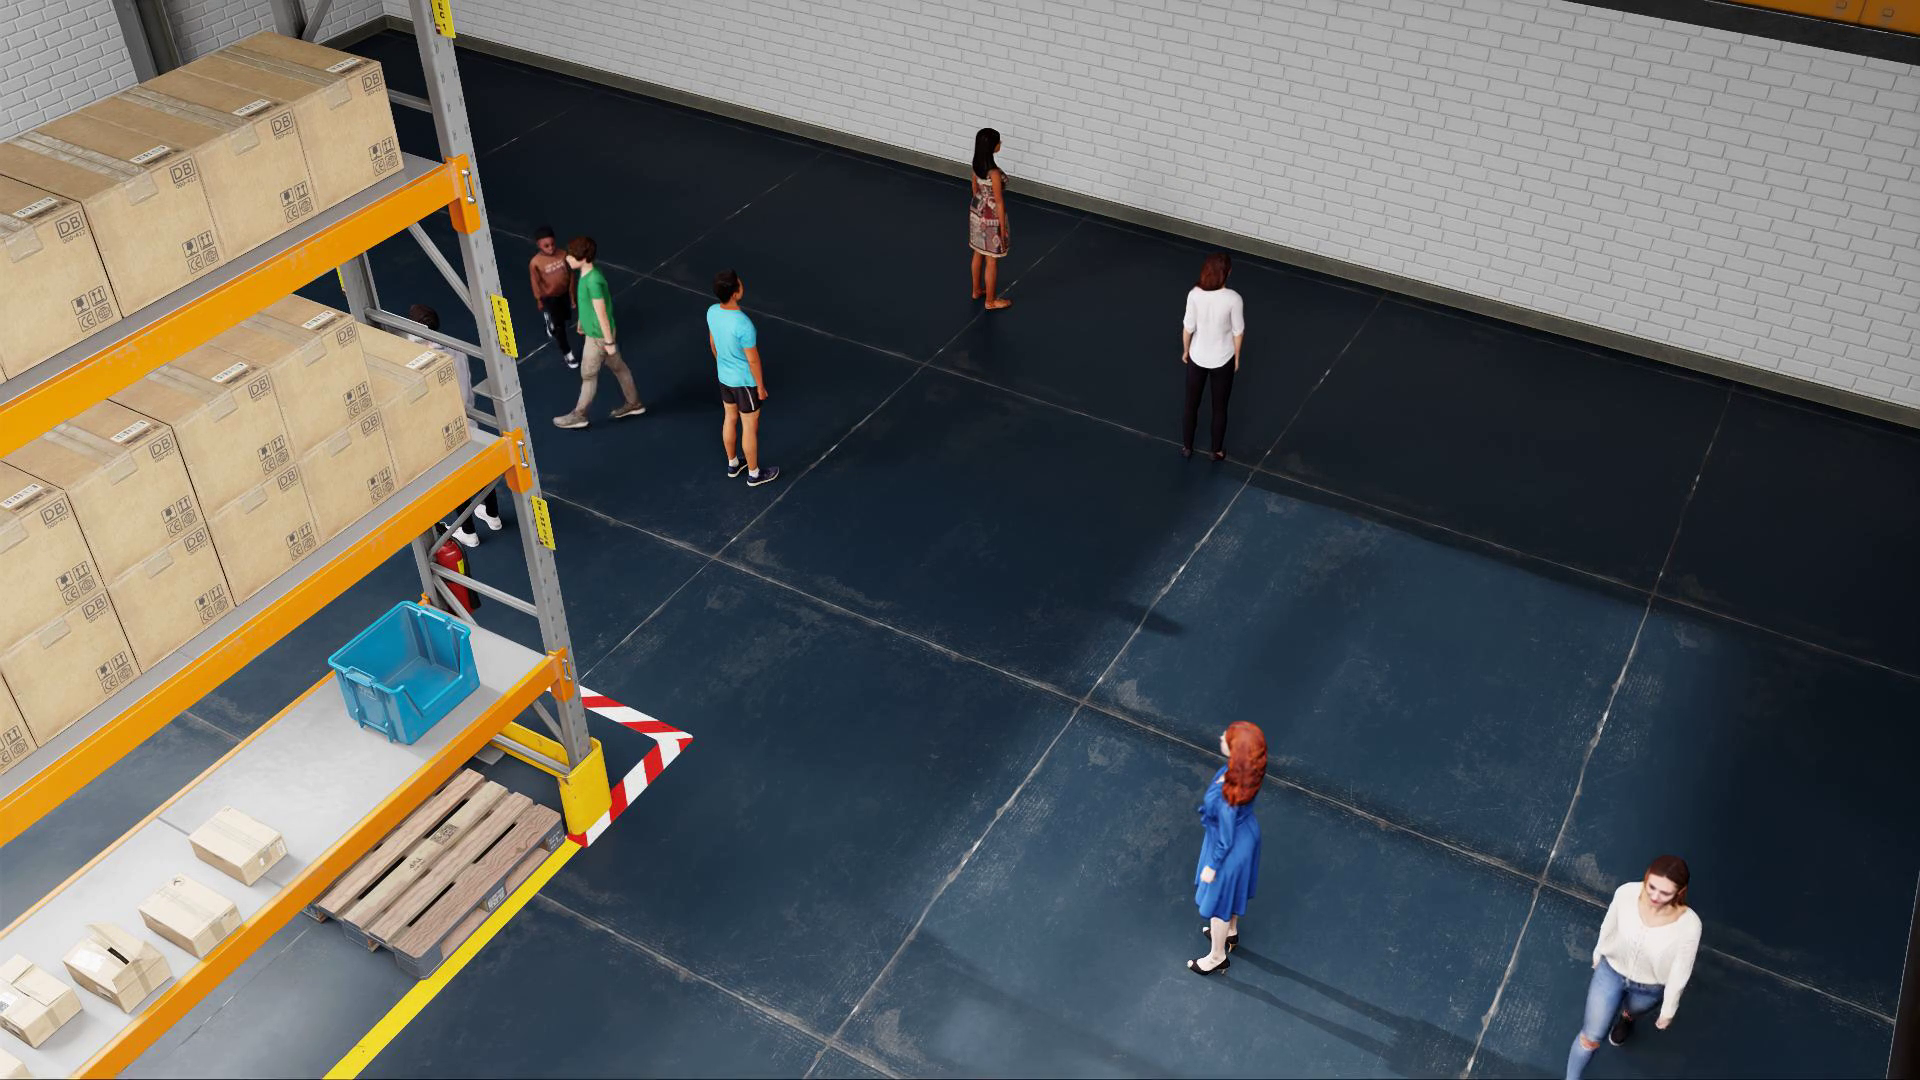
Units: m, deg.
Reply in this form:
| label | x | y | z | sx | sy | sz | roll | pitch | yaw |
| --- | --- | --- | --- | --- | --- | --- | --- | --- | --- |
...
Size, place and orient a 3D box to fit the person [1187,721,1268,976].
| label | x | y | z | sx | sy | sz | roll | pitch | yaw |
| --- | --- | --- | --- | --- | --- | --- | --- | --- | --- |
| person | 1.413 | 1.629 | 8.724 | 0.660 | 1.828 | 0.492 | 20 | 43 | 23 |

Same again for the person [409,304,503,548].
| label | x | y | z | sx | sy | sz | roll | pitch | yaw |
| --- | --- | --- | --- | --- | --- | --- | --- | --- | --- |
| person | -3.567 | -0.804 | 11.694 | 0.751 | 1.925 | 0.544 | 24 | 44 | 27 |

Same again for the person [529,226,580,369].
| label | x | y | z | sx | sy | sz | roll | pitch | yaw |
| --- | --- | --- | --- | --- | --- | --- | --- | --- | --- |
| person | -3.385 | -2.080 | 13.847 | 0.866 | 1.232 | 0.779 | -23 | 44 | -26 |

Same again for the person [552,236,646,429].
| label | x | y | z | sx | sy | sz | roll | pitch | yaw |
| --- | --- | --- | --- | --- | --- | --- | --- | --- | --- |
| person | -2.725 | -1.631 | 12.971 | 1.056 | 1.625 | 0.982 | -11 | 40 | -13 |

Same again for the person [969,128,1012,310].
| label | x | y | z | sx | sy | sz | roll | pitch | yaw |
| --- | --- | --- | --- | --- | --- | --- | --- | --- | --- |
| person | 0.240 | -2.794 | 14.410 | 0.711 | 1.645 | 0.725 | -20 | 43 | -23 |

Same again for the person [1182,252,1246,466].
| label | x | y | z | sx | sy | sz | roll | pitch | yaw |
| --- | --- | --- | --- | --- | --- | --- | --- | --- | --- |
| person | 1.873 | -1.334 | 12.466 | 0.640 | 1.790 | 0.572 | 13 | 41 | 16 |

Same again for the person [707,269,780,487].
| label | x | y | z | sx | sy | sz | roll | pitch | yaw |
| --- | --- | --- | --- | --- | --- | --- | --- | --- | --- |
| person | -1.646 | -1.194 | 12.301 | 0.649 | 1.777 | 0.577 | 28 | 46 | 30 |

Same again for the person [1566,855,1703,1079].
| label | x | y | z | sx | sy | sz | roll | pitch | yaw |
| --- | --- | --- | --- | --- | --- | --- | --- | --- | --- |
| person | 3.372 | 2.124 | 8.245 | 0.726 | 1.654 | 1.142 | 26 | 45 | 29 |
